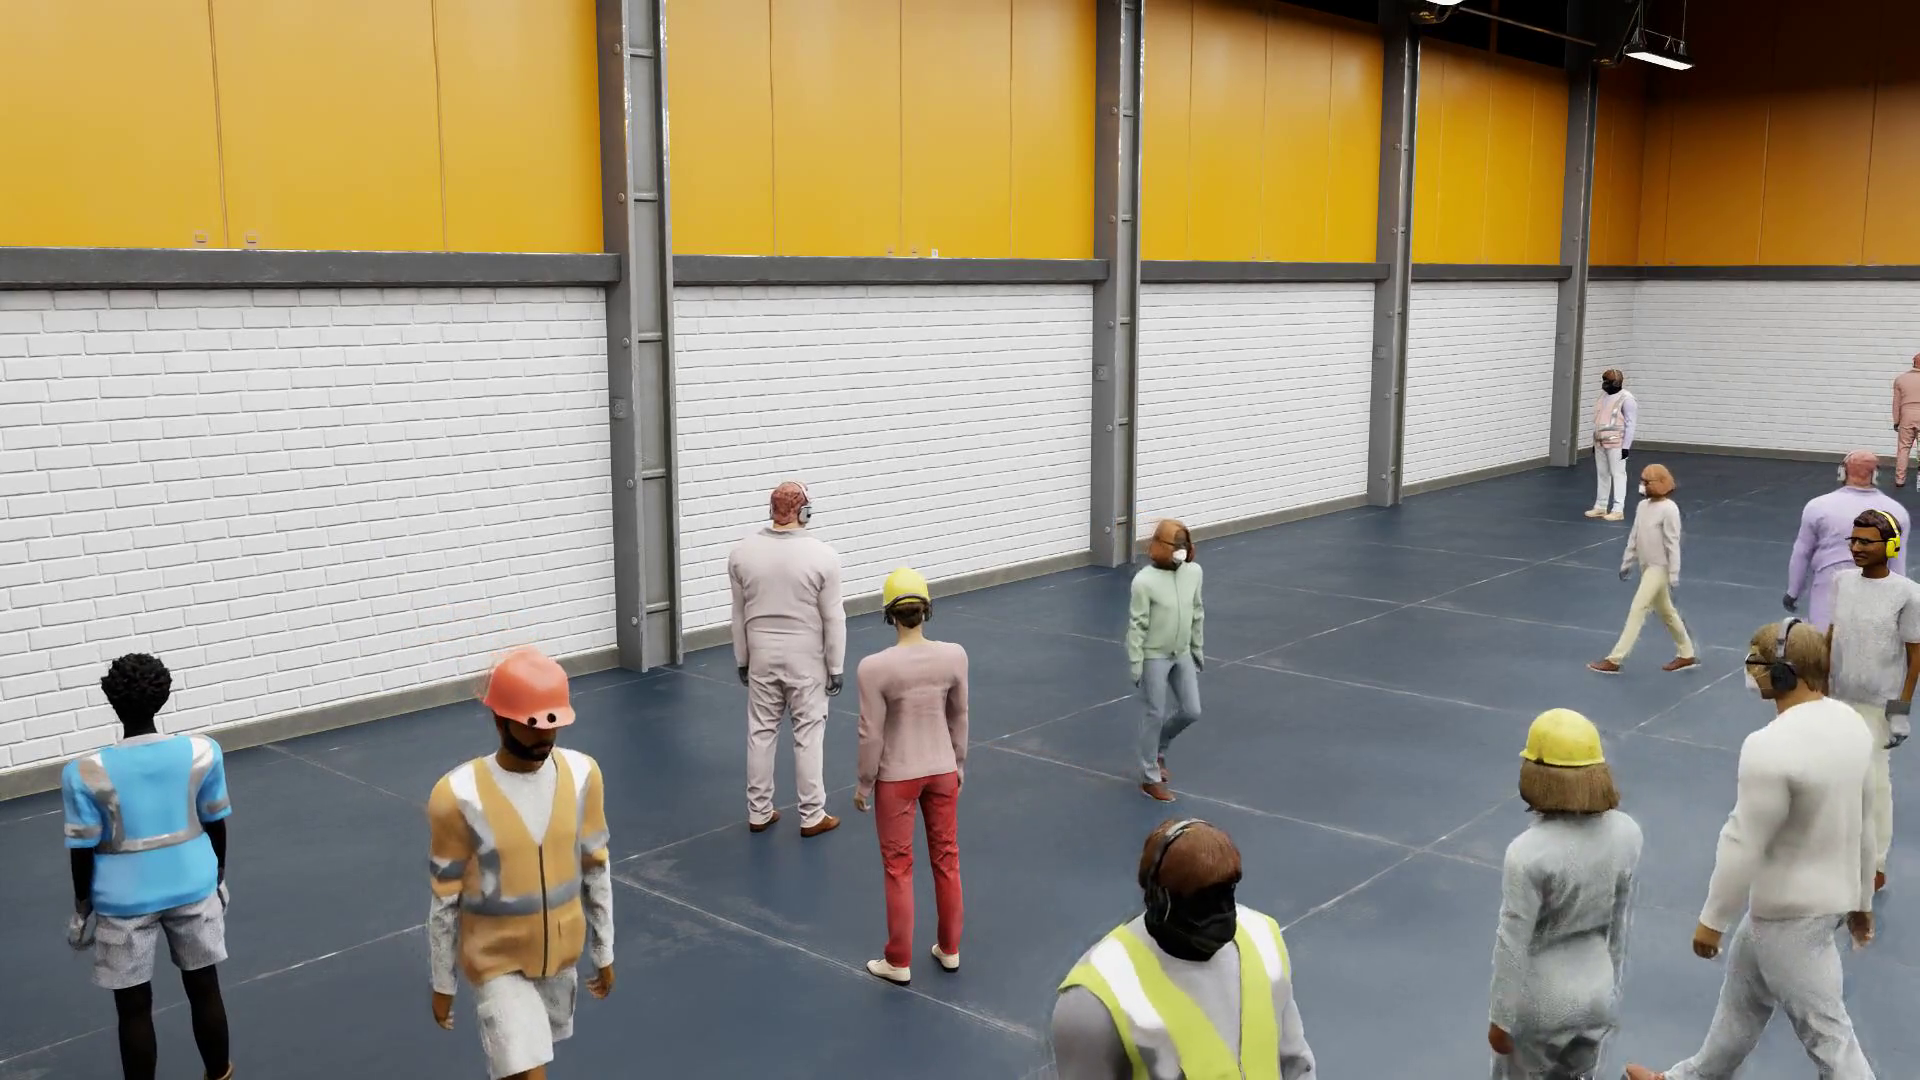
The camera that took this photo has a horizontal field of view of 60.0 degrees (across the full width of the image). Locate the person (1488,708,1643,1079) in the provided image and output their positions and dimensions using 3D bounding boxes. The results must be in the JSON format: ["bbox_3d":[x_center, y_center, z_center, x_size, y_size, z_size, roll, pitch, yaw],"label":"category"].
[{"bbox_3d":[1.773,1.343,4.898,0.502,1.726,0.518,-4,10,-23],"label":"person"}]

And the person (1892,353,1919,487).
[{"bbox_3d":[13.397,-1.670,23.267,0.643,1.908,0.411,8,12,42],"label":"person"}]

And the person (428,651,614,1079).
[{"bbox_3d":[-1.355,1.235,5.116,0.545,1.890,0.979,-8,12,-40],"label":"person"}]

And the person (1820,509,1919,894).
[{"bbox_3d":[4.338,0.778,8.018,0.329,1.869,0.508,-4,10,-26],"label":"person"}]

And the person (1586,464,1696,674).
[{"bbox_3d":[5.154,0.218,12.410,0.872,1.583,0.521,0,9,-2],"label":"person"}]

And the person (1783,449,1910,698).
[{"bbox_3d":[5.721,0.355,10.689,0.640,1.869,0.921,1,9,5],"label":"person"}]

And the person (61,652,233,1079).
[{"bbox_3d":[-2.779,1.225,5.740,0.539,1.695,0.319,-8,12,-40],"label":"person"}]

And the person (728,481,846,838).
[{"bbox_3d":[-0.896,0.631,8.851,0.643,1.900,0.402,3,9,16],"label":"person"}]

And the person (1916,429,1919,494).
[{"bbox_3d":[11.402,-0.905,19.332,0.519,1.630,0.484,0,9,0],"label":"person"}]

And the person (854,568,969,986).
[{"bbox_3d":[-0.206,0.991,7.017,0.522,1.761,0.327,-5,10,-28],"label":"person"}]

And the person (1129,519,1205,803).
[{"bbox_3d":[1.157,0.670,9.430,0.540,1.622,0.379,-6,11,-33],"label":"person"}]

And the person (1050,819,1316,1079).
[{"bbox_3d":[0.513,1.488,3.807,0.623,1.799,0.945,-7,11,-37],"label":"person"}]

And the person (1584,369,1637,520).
[{"bbox_3d":[7.930,-1.160,20.276,0.429,1.840,0.627,-3,9,-18],"label":"person"}]

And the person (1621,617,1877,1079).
[{"bbox_3d":[2.711,1.187,5.453,0.636,1.886,1.014,-8,12,-40],"label":"person"}]
